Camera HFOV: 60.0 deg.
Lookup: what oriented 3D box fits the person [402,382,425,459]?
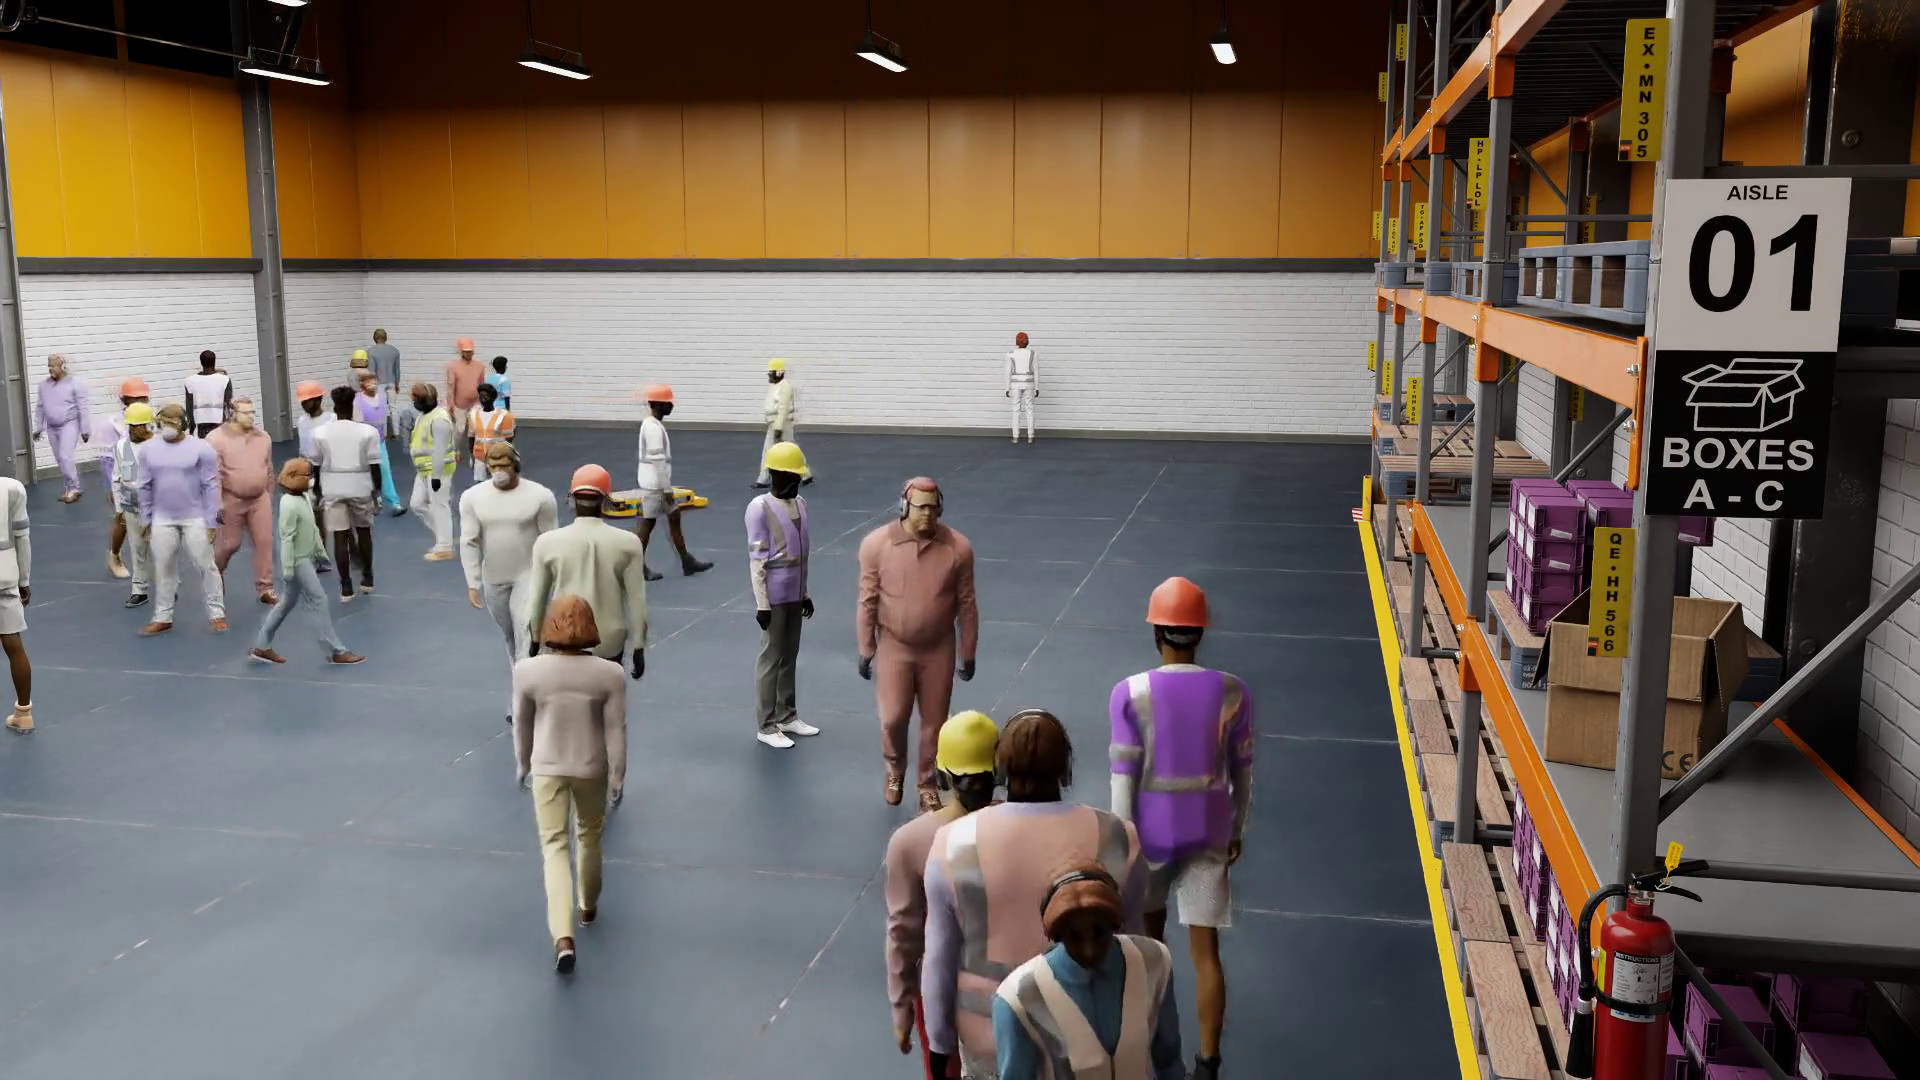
[{"bbox_3d":[-6.577,-1.150,20.497,0.834,1.591,0.505,8,12,39],"label":"person"}]

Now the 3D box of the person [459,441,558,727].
[{"bbox_3d":[-2.969,0.284,10.975,0.628,1.874,1.051,0,9,0],"label":"person"}]

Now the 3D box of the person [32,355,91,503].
[{"bbox_3d":[-11.461,-1.406,21.166,0.655,1.888,0.614,2,10,15],"label":"person"}]

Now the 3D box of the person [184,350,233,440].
[{"bbox_3d":[-9.756,-1.511,21.687,0.599,1.916,0.377,-1,10,-9],"label":"person"}]

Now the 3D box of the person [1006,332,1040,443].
[{"bbox_3d":[1.065,-2.587,28.264,0.572,1.886,0.354,1,9,3],"label":"person"}]

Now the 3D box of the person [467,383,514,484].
[{"bbox_3d":[-5.321,-0.930,18.853,0.539,1.695,0.317,1,9,7],"label":"person"}]

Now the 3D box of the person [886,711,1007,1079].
[{"bbox_3d":[0.038,1.345,4.972,0.544,1.752,0.434,-2,10,-14],"label":"person"}]

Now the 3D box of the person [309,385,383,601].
[{"bbox_3d":[-5.584,-0.436,15.139,0.632,1.936,0.664,-3,10,-18],"label":"person"}]

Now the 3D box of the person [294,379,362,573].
[{"bbox_3d":[-6.228,-0.616,16.322,0.562,1.944,0.518,3,10,19],"label":"person"}]

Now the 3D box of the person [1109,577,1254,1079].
[{"bbox_3d":[0.826,1.085,6.183,0.560,1.878,1.012,-1,9,-5],"label":"person"}]

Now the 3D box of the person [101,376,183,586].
[{"bbox_3d":[-7.847,-0.564,15.817,1.057,1.993,0.619,7,12,35],"label":"person"}]

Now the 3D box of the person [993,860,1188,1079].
[{"bbox_3d":[0.357,1.554,4.123,0.578,1.611,0.481,-4,10,-21],"label":"person"}]

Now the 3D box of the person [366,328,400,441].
[{"bbox_3d":[-9.890,-2.660,28.550,0.352,1.937,0.634,7,12,37],"label":"person"}]

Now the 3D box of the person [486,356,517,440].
[{"bbox_3d":[-6.844,-1.902,24.764,0.546,1.671,0.379,7,12,36],"label":"person"}]

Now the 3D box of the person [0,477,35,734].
[{"bbox_3d":[-6.219,0.272,10.569,0.375,2.044,0.605,6,11,31],"label":"person"}]

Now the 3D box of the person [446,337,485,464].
[{"bbox_3d":[-7.436,-2.070,24.963,0.627,1.961,0.945,-7,12,-37],"label":"person"}]

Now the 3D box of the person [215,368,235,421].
[{"bbox_3d":[-10.302,-1.589,23.114,0.830,1.602,0.534,7,12,36],"label":"person"}]

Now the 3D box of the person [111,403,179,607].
[{"bbox_3d":[-7.180,-0.305,14.700,0.600,1.822,0.404,-1,9,-4],"label":"person"}]

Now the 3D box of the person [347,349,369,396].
[{"bbox_3d":[-9.105,-2.031,25.348,0.486,1.744,0.298,5,11,28],"label":"person"}]

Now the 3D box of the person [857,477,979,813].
[{"bbox_3d":[-0.221,0.592,9.101,0.669,1.887,0.418,-2,10,-10],"label":"person"}]

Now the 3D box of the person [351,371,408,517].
[{"bbox_3d":[-6.983,-1.129,19.831,0.983,1.770,0.596,5,11,30],"label":"person"}]

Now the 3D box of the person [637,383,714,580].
[{"bbox_3d":[-2.776,-0.553,15.959,0.896,1.899,0.566,-1,10,-8],"label":"person"}]

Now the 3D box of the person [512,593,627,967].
[{"bbox_3d":[-1.712,1.032,7.332,0.495,1.598,0.836,-2,10,-14],"label":"person"}]

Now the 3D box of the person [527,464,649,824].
[{"bbox_3d":[-2.076,0.547,9.269,0.625,1.926,1.063,-4,10,-23],"label":"person"}]

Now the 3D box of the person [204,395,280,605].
[{"bbox_3d":[-6.457,-0.363,14.893,0.801,1.878,0.648,8,12,39],"label":"person"}]

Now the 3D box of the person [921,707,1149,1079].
[{"bbox_3d":[0.207,1.371,4.634,0.637,1.815,0.807,0,9,2],"label":"person"}]

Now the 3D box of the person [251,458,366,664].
[{"bbox_3d":[-4.994,0.166,12.559,0.843,1.593,0.513,-2,10,-11],"label":"person"}]

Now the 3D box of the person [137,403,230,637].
[{"bbox_3d":[-6.353,-0.161,13.576,0.765,1.918,0.439,0,9,-2],"label":"person"}]

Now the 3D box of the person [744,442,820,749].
[{"bbox_3d":[-1.116,0.336,10.533,0.366,1.926,0.587,4,10,24],"label":"person"}]

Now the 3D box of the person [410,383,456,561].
[{"bbox_3d":[-5.387,-0.690,17.008,0.444,1.827,0.649,-6,11,-33],"label":"person"}]

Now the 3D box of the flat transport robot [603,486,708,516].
[{"bbox_3d":[-3.864,-0.486,20.465,0.652,0.197,1.431,8,12,39],"label":"flat transport robot"}]

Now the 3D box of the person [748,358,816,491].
[{"bbox_3d":[-2.378,-1.555,22.345,0.902,1.797,0.594,-5,11,-29],"label":"person"}]
